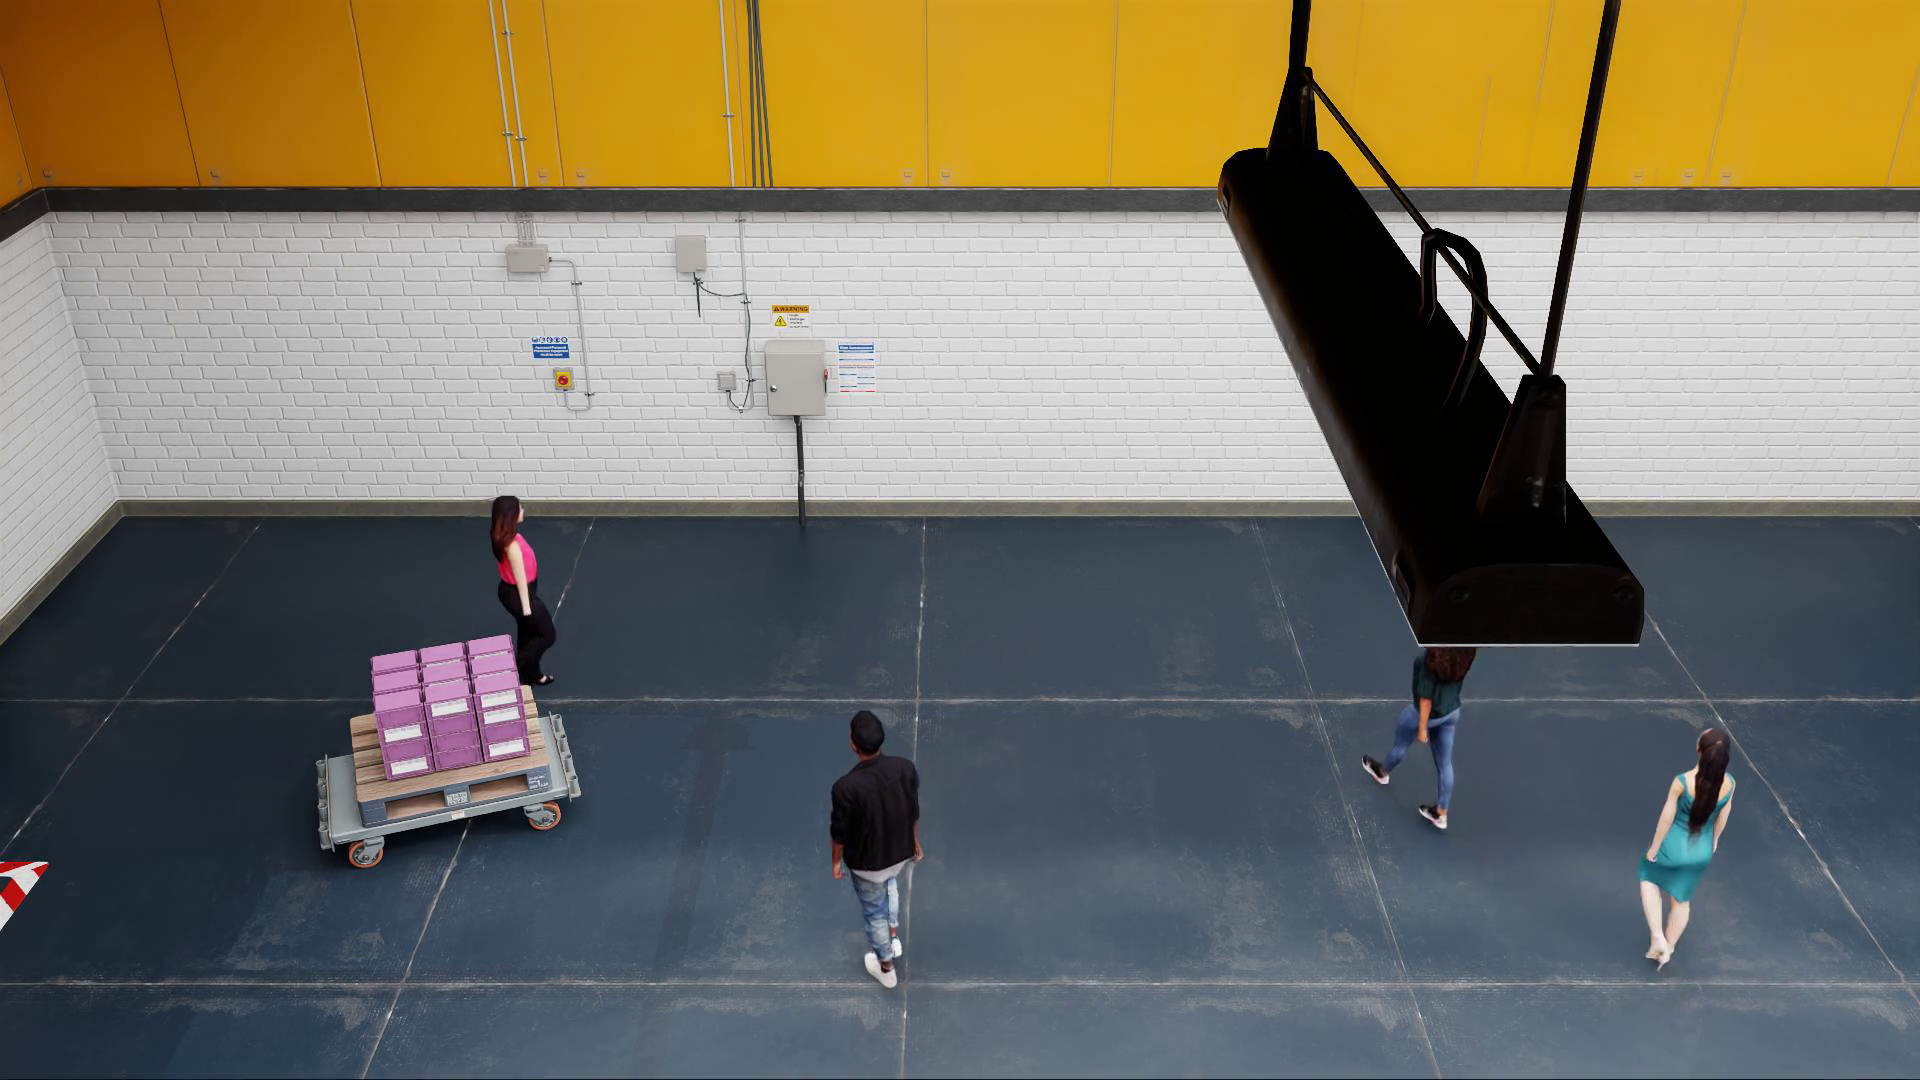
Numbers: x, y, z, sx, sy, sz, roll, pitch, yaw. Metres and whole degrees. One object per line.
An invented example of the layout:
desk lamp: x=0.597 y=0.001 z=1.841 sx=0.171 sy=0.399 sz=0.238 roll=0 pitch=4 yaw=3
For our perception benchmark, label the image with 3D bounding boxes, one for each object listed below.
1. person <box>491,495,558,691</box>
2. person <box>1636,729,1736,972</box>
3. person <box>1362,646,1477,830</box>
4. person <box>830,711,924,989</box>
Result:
person: x=-3.282 y=0.450 z=12.195 sx=0.803 sy=1.646 sz=0.753 roll=-15 pitch=32 yaw=-25
person: x=4.205 y=1.847 z=9.604 sx=0.572 sy=1.675 sz=0.580 roll=0 pitch=29 yaw=-1
person: x=3.174 y=1.183 z=10.918 sx=0.916 sy=1.582 sz=1.104 roll=-16 pitch=32 yaw=-26
person: x=-0.421 y=1.820 z=9.528 sx=0.841 sy=1.795 sz=0.871 roll=-17 pitch=33 yaw=-29
